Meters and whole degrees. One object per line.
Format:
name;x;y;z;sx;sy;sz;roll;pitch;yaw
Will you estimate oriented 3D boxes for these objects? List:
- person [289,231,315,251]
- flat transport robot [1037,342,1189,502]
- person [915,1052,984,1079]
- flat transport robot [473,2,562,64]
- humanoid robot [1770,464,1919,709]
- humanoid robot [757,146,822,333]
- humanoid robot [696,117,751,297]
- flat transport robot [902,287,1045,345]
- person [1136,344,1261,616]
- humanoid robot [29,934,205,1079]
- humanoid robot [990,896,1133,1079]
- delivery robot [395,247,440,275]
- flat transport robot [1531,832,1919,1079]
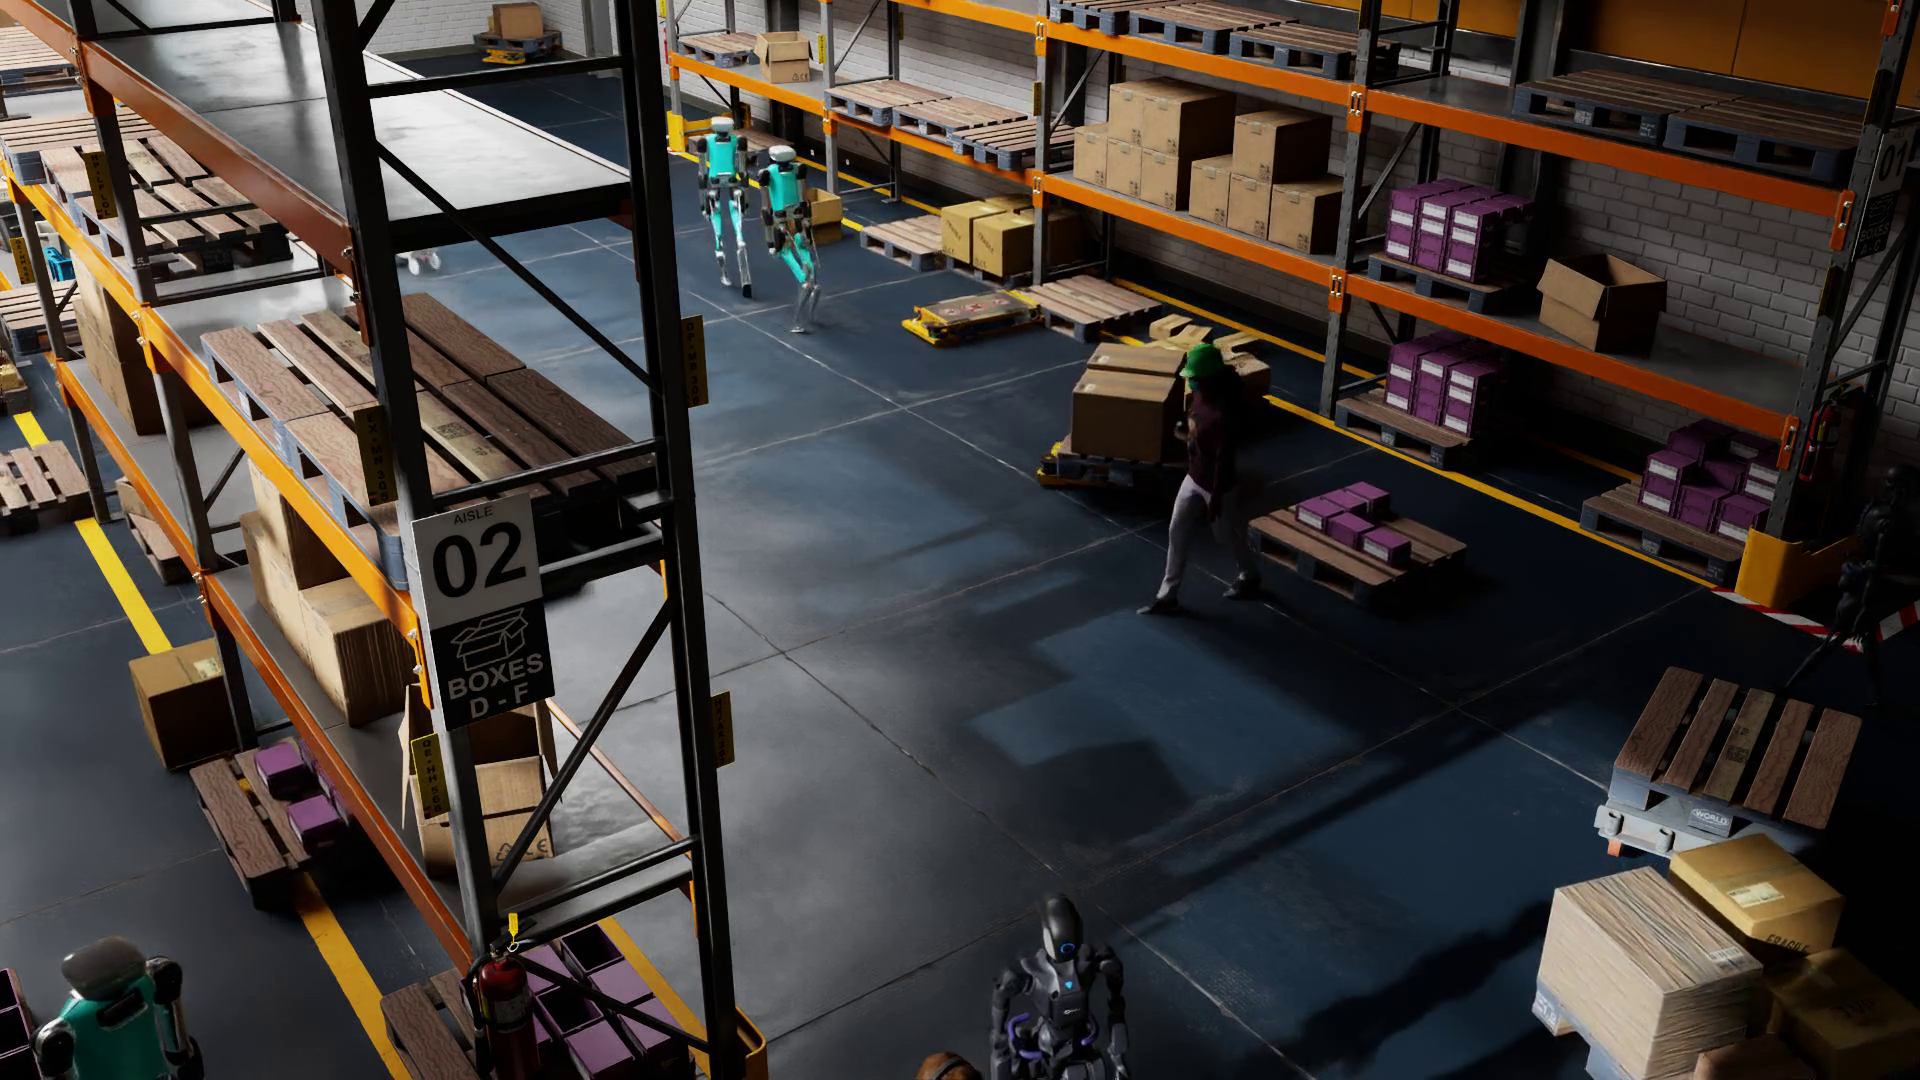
person;-5.875;-2.187;14.680;0.320;1.755;0.562;18;32;32
flat transport robot;1.378;-0.572;13.124;1.431;0.231;0.659;8;28;15
person;-0.009;2.410;5.450;0.431;1.839;0.618;14;30;26
flat transport robot;-7.587;-8.474;28.843;0.659;0.231;1.431;10;28;18
humanoid robot;5.391;0.298;9.876;0.783;1.621;0.616;14;30;26
humanoid robot;-1.538;-2.857;16.051;0.528;1.795;0.764;-19;33;-33
humanoid robot;-2.356;-3.371;17.105;0.555;1.809;0.895;-9;28;-16
flat transport robot;0.208;-2.203;16.368;1.431;0.231;0.659;-15;30;-27
person;1.671;-0.404;11.000;0.964;1.904;0.507;-13;29;-24
humanoid robot;-2.743;2.247;5.910;0.880;1.779;0.558;14;30;26
humanoid robot;0.406;2.049;6.376;0.592;1.632;0.748;-9;28;-17
delivery robot;-6.030;-3.231;18.086;0.773;0.586;0.499;19;33;33
flat transport robot;3.316;2.365;7.282;0.659;0.231;1.431;-9;28;-17
